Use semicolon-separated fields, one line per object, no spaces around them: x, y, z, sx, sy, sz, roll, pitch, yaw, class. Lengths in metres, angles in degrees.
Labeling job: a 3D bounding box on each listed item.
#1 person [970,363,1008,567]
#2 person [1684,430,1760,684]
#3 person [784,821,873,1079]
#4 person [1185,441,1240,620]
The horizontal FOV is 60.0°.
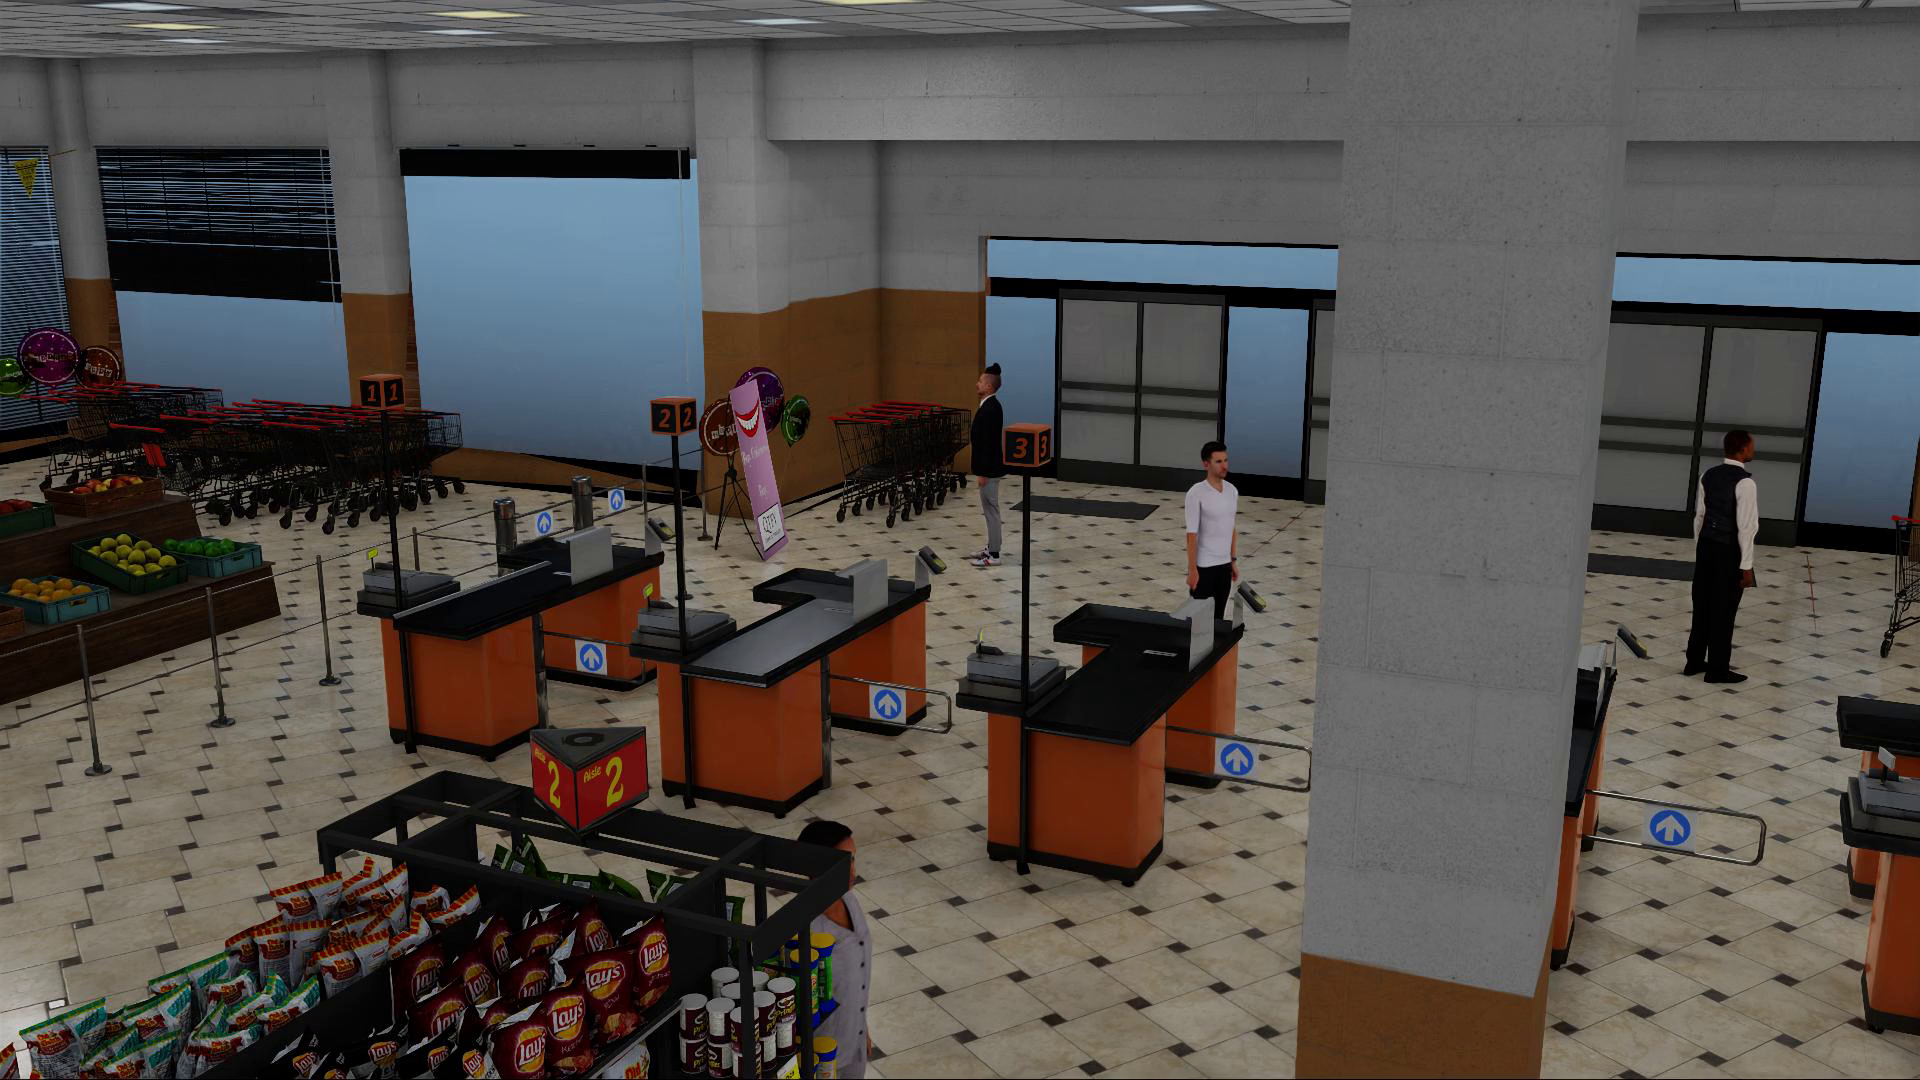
0.286;-0.733;15.984;0.848;1.950;0.694;0;14;1;person
5.758;0.113;12.568;0.832;1.917;0.765;-5;14;-18;person
-0.490;1.833;5.947;0.705;1.694;0.473;5;15;21;person
1.872;0.170;12.473;0.689;1.851;0.813;-10;17;-35;person
